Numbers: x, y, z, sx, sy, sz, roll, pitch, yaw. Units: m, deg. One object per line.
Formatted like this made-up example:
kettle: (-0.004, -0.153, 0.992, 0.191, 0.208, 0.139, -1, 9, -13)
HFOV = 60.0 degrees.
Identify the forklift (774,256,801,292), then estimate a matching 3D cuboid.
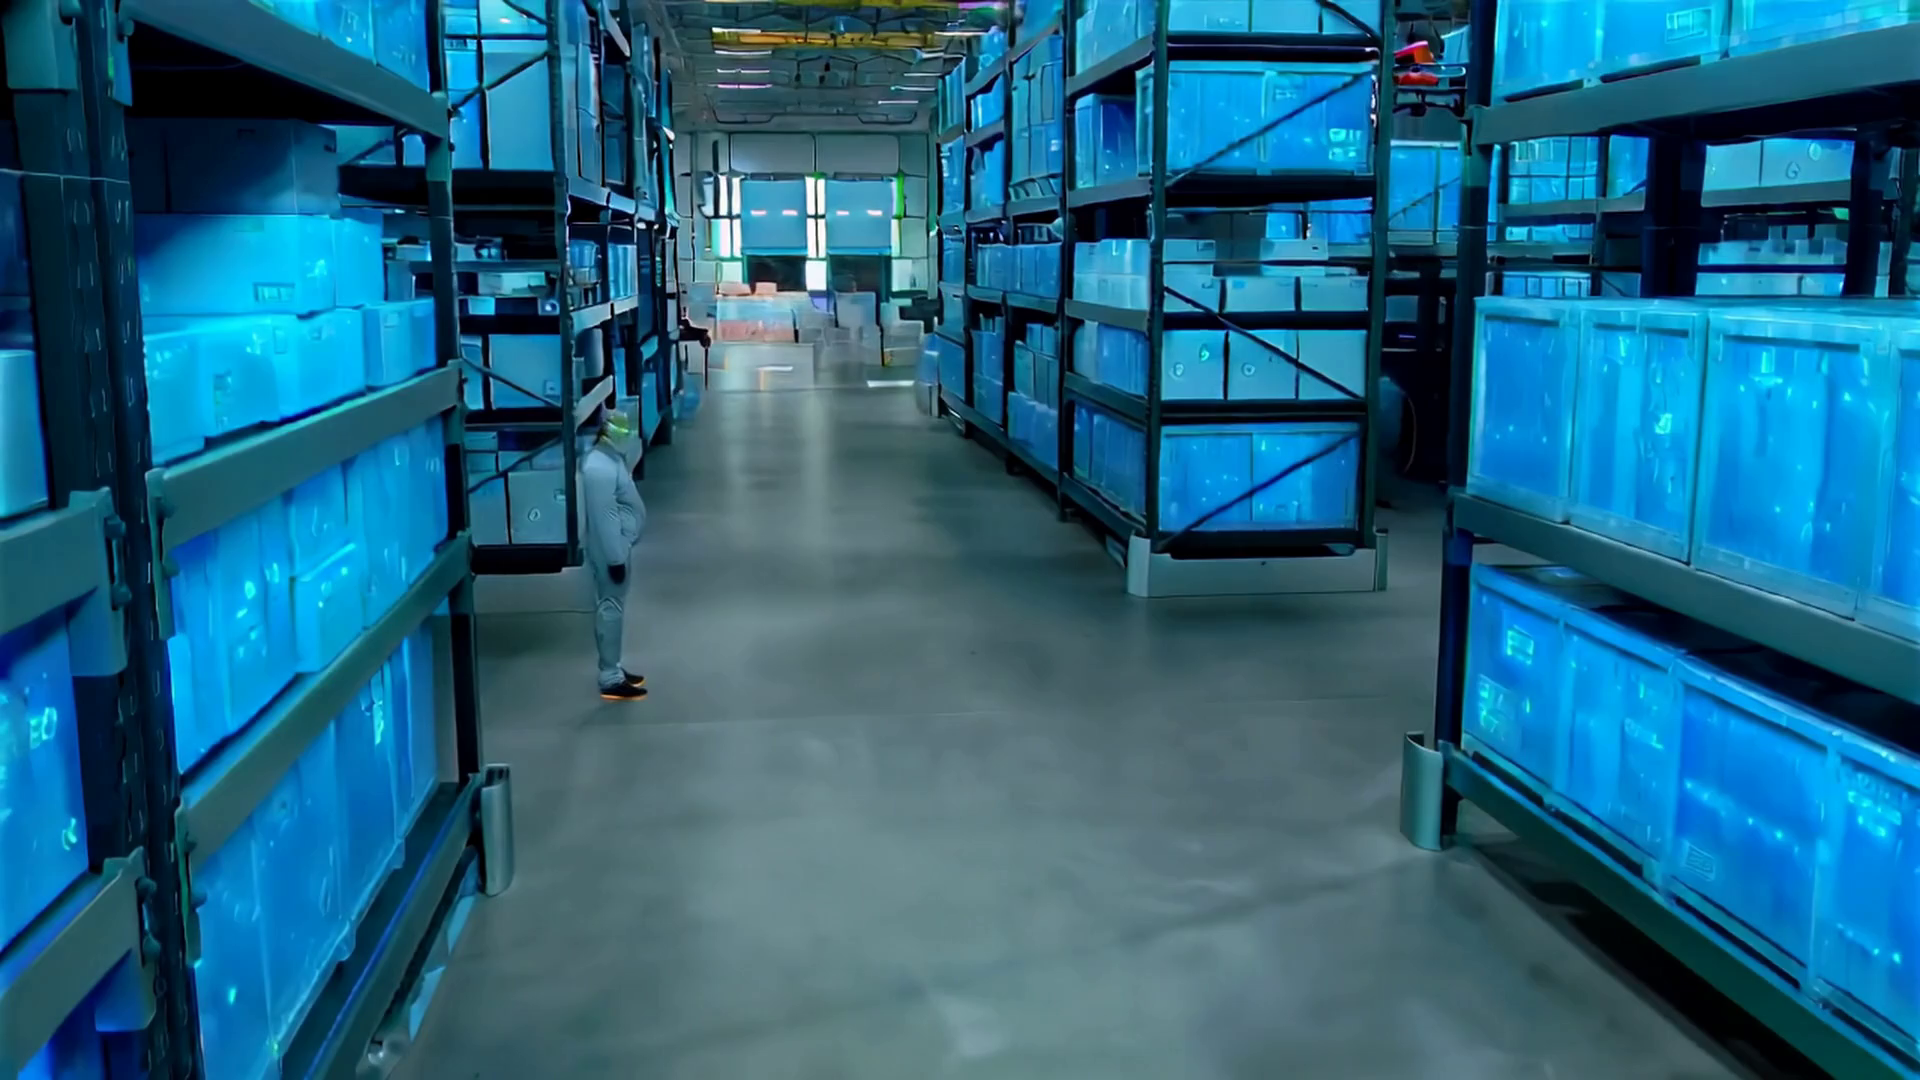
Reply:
forklift: (-6.208, -8.857, 60.127, 1.129, 2.768, 1.873, -6, 12, -33)

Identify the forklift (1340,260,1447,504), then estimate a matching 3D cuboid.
forklift: (5.188, -1.938, 19.846, 1.129, 2.768, 1.873, -1, 10, -7)

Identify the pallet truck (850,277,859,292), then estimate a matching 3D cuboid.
pallet truck: (-3.782, -9.391, 65.808, 1.885, 1.965, 0.823, 2, 10, 10)

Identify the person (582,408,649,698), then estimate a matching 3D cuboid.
person: (-2.262, 0.079, 10.961, 0.407, 1.902, 0.638, -2, 10, -13)
